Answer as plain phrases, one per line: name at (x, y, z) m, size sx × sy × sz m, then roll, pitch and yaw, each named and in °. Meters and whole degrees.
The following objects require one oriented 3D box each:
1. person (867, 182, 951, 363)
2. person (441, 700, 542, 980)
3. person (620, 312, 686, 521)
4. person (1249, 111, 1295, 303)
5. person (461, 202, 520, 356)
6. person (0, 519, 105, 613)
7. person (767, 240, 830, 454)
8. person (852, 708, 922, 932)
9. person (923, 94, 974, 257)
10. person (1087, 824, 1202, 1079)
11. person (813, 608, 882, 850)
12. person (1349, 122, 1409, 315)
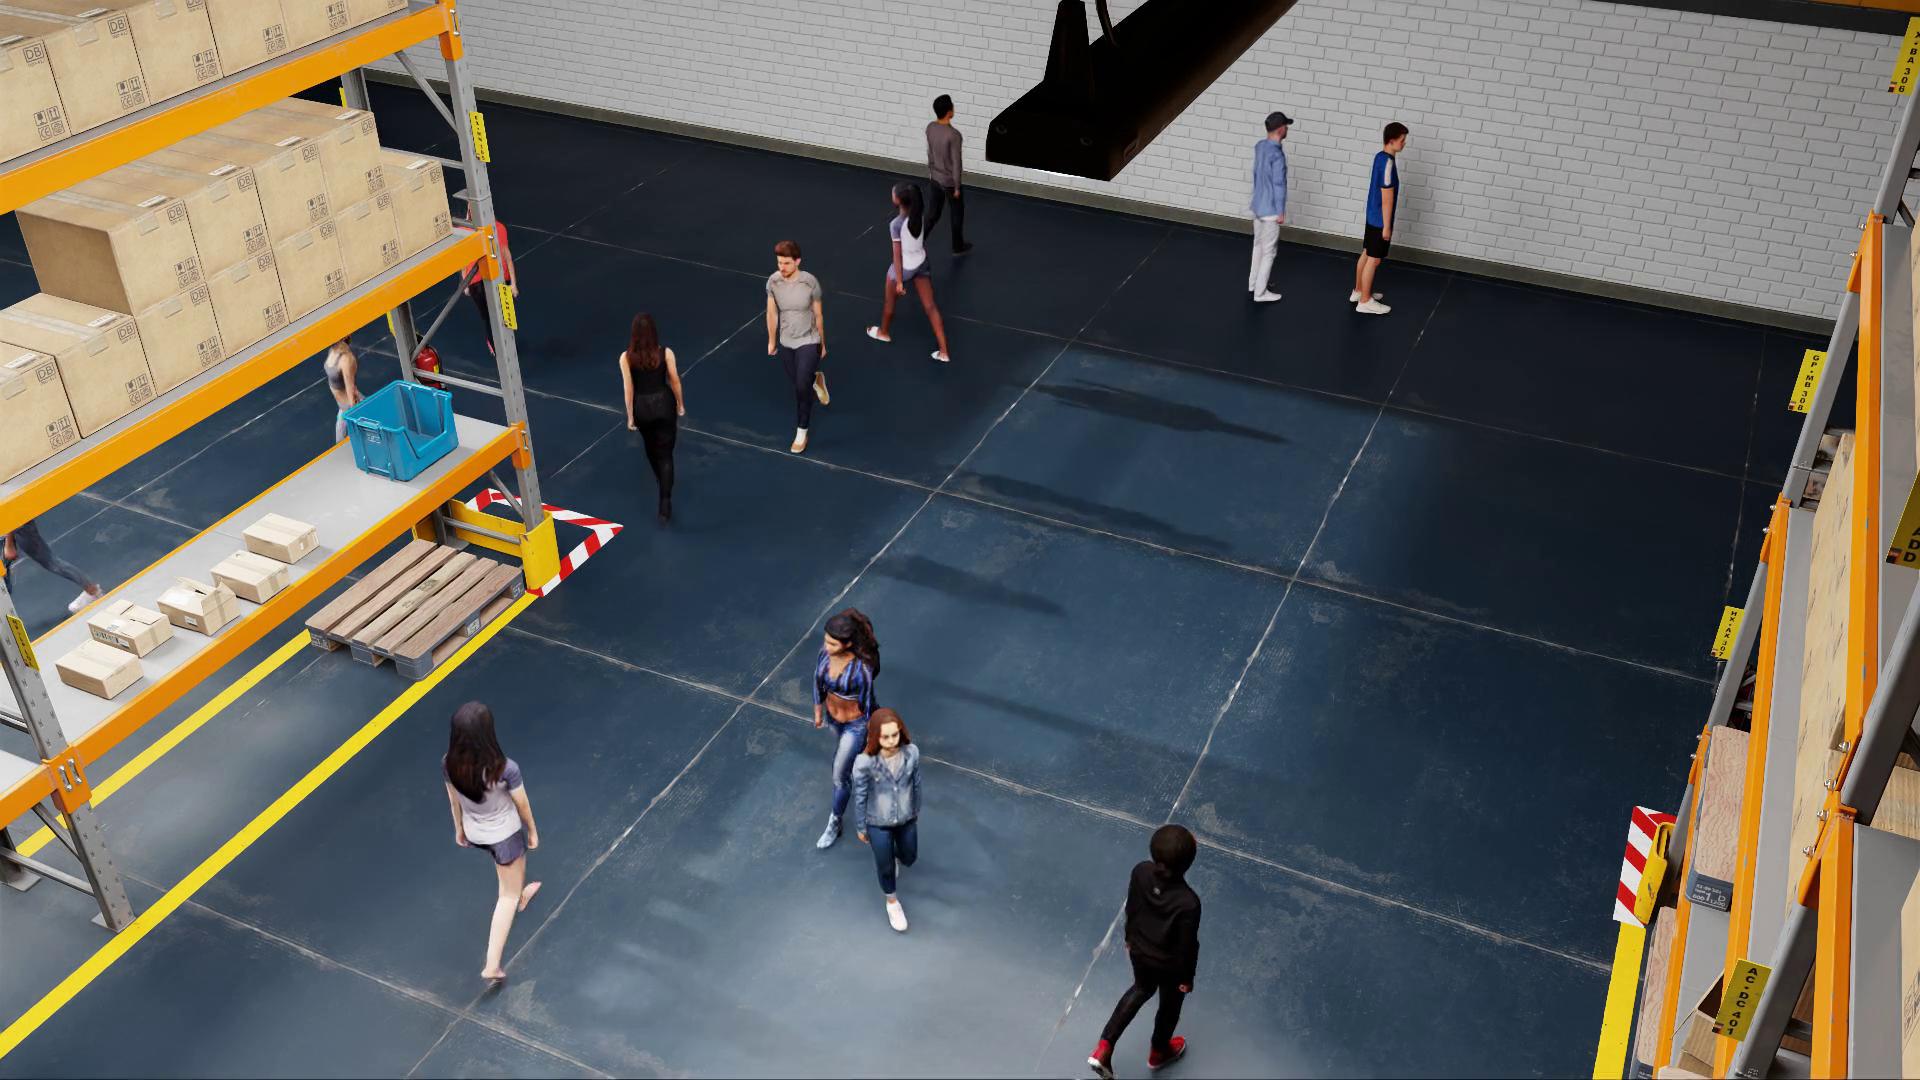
person at (-0.385, -2.376, 15.103) m, size 0.976 × 1.661 × 1.278 m, roll 28°, pitch 43°, yaw 35°
person at (-2.570, 1.637, 9.054) m, size 0.782 × 1.674 × 1.143 m, roll 7°, pitch 34°, yaw 10°
person at (-2.374, -0.936, 12.953) m, size 1.028 × 1.645 × 1.210 m, roll -5°, pitch 34°, yaw -8°
person at (3.000, -3.243, 16.205) m, size 0.820 × 1.886 × 0.742 m, roll -8°, pitch 34°, yaw -12°
person at (-4.286, -2.335, 15.068) m, size 1.172 × 1.633 × 1.091 m, roll -18°, pitch 38°, yaw -25°
person at (-6.547, -0.094, 11.674) m, size 1.195 × 1.657 × 0.915 m, roll -26°, pitch 41°, yaw -33°
person at (-1.297, -1.692, 13.911) m, size 0.771 × 1.842 × 1.167 m, roll 9°, pitch 35°, yaw 13°
person at (-0.419, 1.527, 9.408) m, size 0.805 × 1.466 × 0.859 m, roll -13°, pitch 36°, yaw -18°
person at (-0.222, -3.634, 16.922) m, size 1.177 × 1.743 × 0.891 m, roll 15°, pitch 37°, yaw 22°
person at (0.952, 2.118, 8.341) m, size 0.978 × 1.662 × 0.814 m, roll -26°, pitch 41°, yaw -33°
person at (-0.622, 1.061, 9.999) m, size 0.791 × 1.588 × 1.105 m, roll 25°, pitch 41°, yaw 32°
person at (4.041, -3.122, 16.041) m, size 0.796 × 1.866 × 0.665 m, roll 0°, pitch 34°, yaw 1°
